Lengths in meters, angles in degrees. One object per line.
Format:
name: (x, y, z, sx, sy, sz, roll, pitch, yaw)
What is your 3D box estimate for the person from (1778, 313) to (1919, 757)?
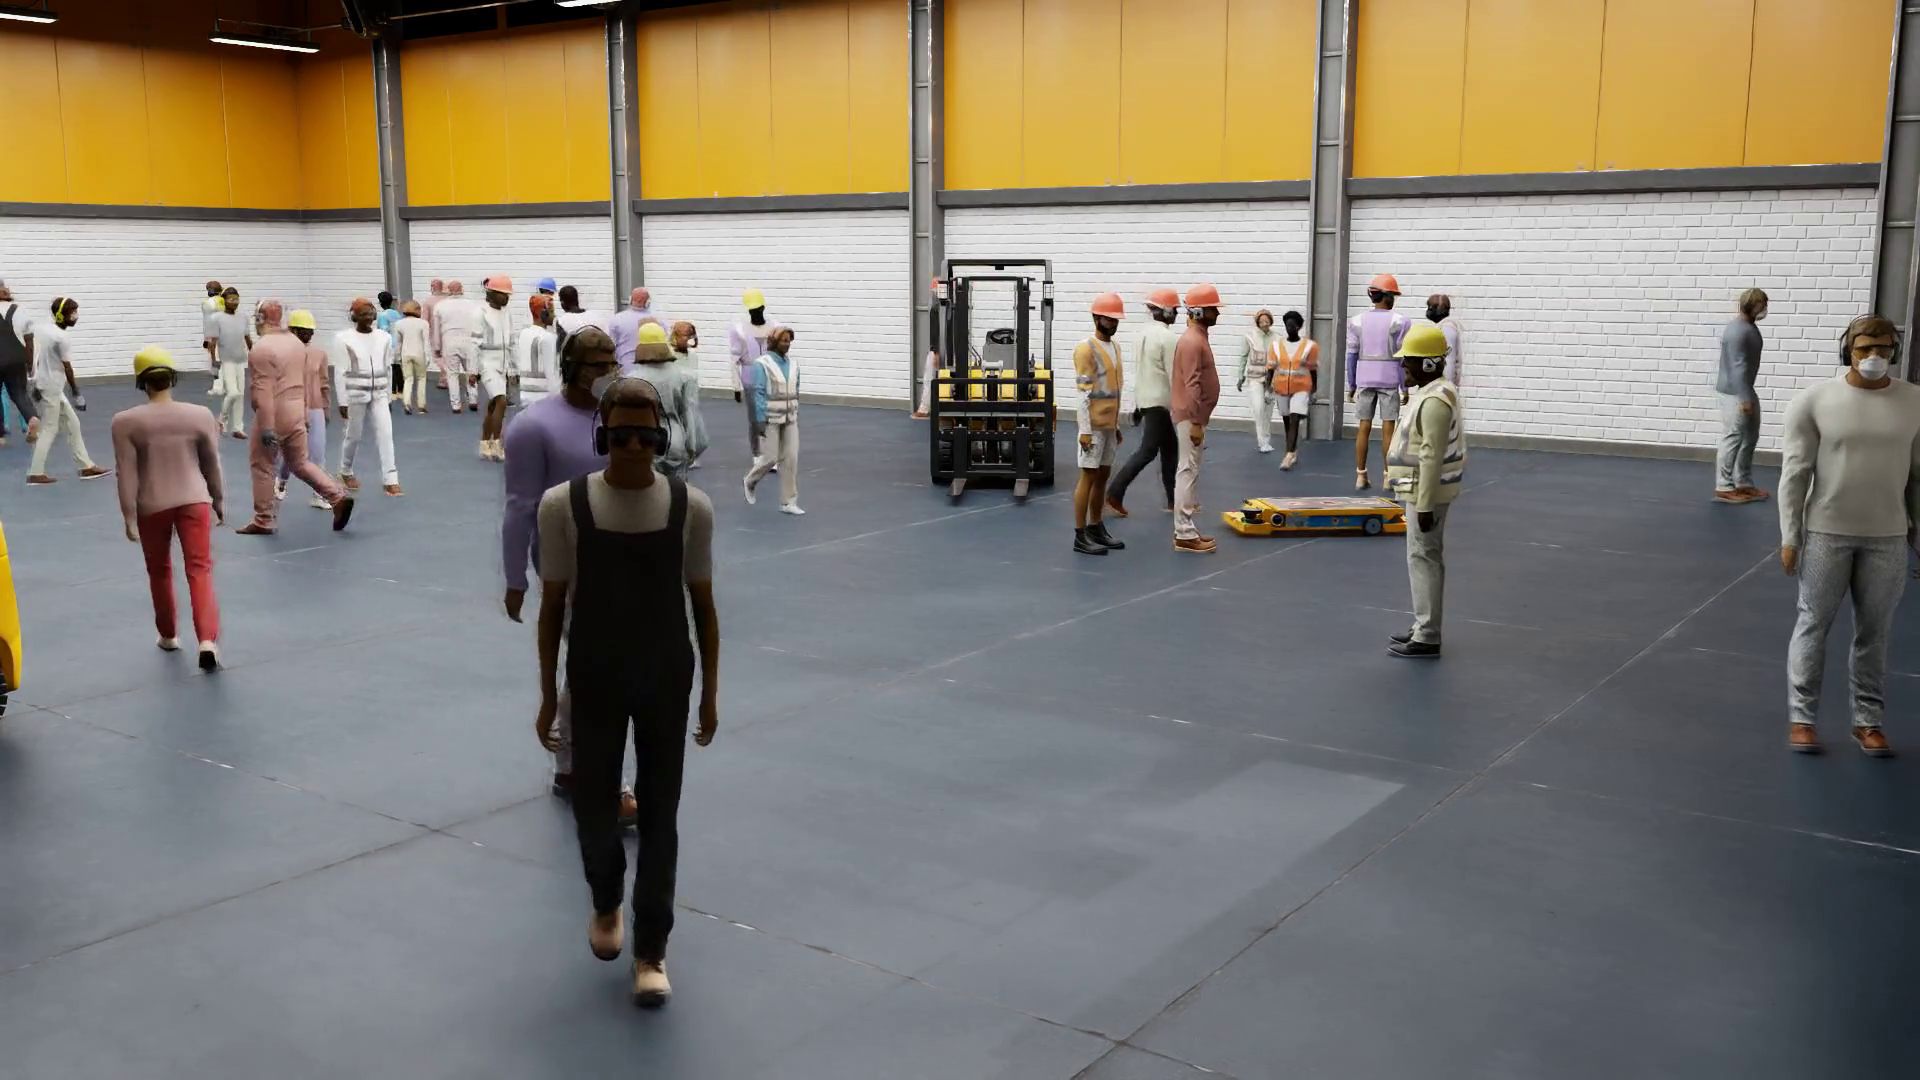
person: (3.913, -0.019, 7.280, 0.631, 1.938, 0.366, 2, 10, 13)

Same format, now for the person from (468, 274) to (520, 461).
person: (-4.937, -1.840, 17.904, 0.760, 2.007, 0.635, 4, 10, 22)

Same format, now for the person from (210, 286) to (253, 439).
person: (-8.762, -2.129, 20.118, 0.391, 1.856, 0.533, 6, 11, 30)

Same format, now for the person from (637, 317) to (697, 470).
person: (-3.144, -1.487, 17.047, 0.894, 1.574, 0.532, -1, 10, -7)

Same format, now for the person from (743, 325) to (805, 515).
person: (-1.595, -1.025, 14.205, 0.546, 1.619, 0.519, 9, 13, 44)

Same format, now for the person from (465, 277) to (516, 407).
person: (-7.024, -2.940, 24.735, 0.967, 1.936, 0.596, 8, 13, 41)

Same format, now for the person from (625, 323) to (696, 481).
person: (-2.102, -0.645, 11.601, 0.500, 1.728, 0.380, -5, 11, -26)

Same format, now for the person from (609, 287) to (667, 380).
person: (-3.485, -1.789, 17.985, 0.671, 1.883, 0.573, -5, 11, -26)

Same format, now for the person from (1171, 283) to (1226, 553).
person: (1.767, -0.911, 12.420, 0.388, 1.996, 0.612, 2, 10, 10)

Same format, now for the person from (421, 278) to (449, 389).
person: (-8.648, -3.433, 27.816, 0.821, 1.882, 0.656, 9, 13, 42)

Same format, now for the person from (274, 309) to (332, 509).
person: (-5.766, -1.141, 14.521, 0.582, 1.746, 0.535, 9, 13, 42)

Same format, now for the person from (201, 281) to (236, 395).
person: (-12.025, -3.273, 26.955, 0.429, 1.842, 0.626, 4, 10, 21)

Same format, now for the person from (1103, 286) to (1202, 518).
person: (1.609, -1.161, 14.041, 0.975, 1.958, 0.614, -2, 10, -13)

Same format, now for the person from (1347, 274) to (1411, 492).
person: (3.946, -1.475, 15.653, 0.607, 2.039, 0.395, 6, 11, 33)

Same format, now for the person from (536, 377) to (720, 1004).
person: (-0.971, 0.437, 4.876, 0.543, 1.834, 0.441, -3, 10, -17)

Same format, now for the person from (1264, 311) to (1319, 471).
person: (3.473, -1.572, 17.396, 0.531, 1.644, 0.904, 5, 11, 26)

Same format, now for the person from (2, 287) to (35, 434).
person: (-11.918, -2.238, 20.811, 0.594, 1.841, 0.428, -7, 12, -34)

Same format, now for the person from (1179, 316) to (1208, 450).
person: (2.677, -1.828, 18.961, 0.282, 1.633, 0.498, 7, 12, 34)

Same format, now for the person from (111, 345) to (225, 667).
person: (-4.224, -0.188, 8.934, 0.537, 1.722, 0.918, -6, 11, -32)

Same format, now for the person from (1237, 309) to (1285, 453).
person: (3.459, -1.783, 18.722, 0.637, 1.605, 0.687, -1, 10, -5)

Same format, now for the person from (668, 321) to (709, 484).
person: (-2.485, -1.162, 15.033, 0.347, 1.625, 0.500, 5, 11, 28)

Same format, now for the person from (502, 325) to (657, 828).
person: (-1.350, 0.139, 6.416, 0.861, 1.906, 0.666, 7, 12, 38)

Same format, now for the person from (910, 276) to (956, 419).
person: (-0.196, -2.591, 22.545, 1.002, 1.957, 0.624, 6, 11, 32)

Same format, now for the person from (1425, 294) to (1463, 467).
person: (4.897, -1.645, 17.344, 0.835, 1.806, 0.654, 2, 10, 11)

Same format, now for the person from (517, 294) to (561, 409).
person: (-3.666, -1.207, 14.556, 0.346, 1.876, 0.573, -7, 12, -38)

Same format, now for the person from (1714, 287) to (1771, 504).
person: (6.995, -1.281, 14.834, 0.467, 1.924, 0.668, 7, 12, 38)

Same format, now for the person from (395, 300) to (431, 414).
person: (-7.699, -2.568, 23.430, 0.517, 1.611, 0.525, 0, 10, 1)

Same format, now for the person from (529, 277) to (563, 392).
person: (-6.073, -2.922, 24.637, 0.782, 1.907, 0.647, -8, 12, -39)

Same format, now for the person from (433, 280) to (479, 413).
person: (-7.163, -2.753, 23.732, 0.652, 1.879, 0.586, -3, 10, -15)

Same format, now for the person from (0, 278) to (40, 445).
person: (-11.137, -2.104, 19.394, 0.836, 2.000, 0.688, 8, 12, 39)

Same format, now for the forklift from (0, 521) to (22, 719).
forklift: (-5.296, -0.090, 6.943, 1.214, 2.155, 2.313, 7, 12, 35)

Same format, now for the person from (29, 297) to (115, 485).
person: (-8.696, -1.445, 16.153, 0.810, 1.810, 0.591, -7, 12, -35)

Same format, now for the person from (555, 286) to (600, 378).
person: (-4.289, -1.893, 18.605, 0.667, 1.882, 0.637, 6, 11, 33)

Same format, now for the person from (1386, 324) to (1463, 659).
person: (2.530, -0.262, 9.087, 0.403, 1.824, 0.598, 3, 10, 17)

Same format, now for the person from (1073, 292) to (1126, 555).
person: (1.059, -0.864, 12.322, 0.374, 1.934, 0.548, 6, 11, 33)

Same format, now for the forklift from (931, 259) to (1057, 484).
forklift: (0.370, -1.738, 16.759, 1.214, 2.155, 2.313, 1, 10, 3)

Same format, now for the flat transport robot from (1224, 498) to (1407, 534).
flat transport robot: (2.898, -0.204, 13.338, 1.431, 0.197, 0.652, -1, 10, -5)

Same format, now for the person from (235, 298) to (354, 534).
person: (-5.294, -0.963, 13.109, 0.854, 1.877, 0.645, 2, 10, 9)

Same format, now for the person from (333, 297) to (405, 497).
person: (-5.551, -1.337, 15.463, 0.575, 1.841, 0.998, -9, 13, -42)

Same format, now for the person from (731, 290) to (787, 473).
person: (-2.066, -1.644, 17.204, 0.596, 1.867, 1.008, -2, 10, -11)

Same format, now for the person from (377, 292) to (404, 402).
person: (-8.768, -2.969, 25.574, 0.321, 1.695, 0.529, 1, 10, 9)
